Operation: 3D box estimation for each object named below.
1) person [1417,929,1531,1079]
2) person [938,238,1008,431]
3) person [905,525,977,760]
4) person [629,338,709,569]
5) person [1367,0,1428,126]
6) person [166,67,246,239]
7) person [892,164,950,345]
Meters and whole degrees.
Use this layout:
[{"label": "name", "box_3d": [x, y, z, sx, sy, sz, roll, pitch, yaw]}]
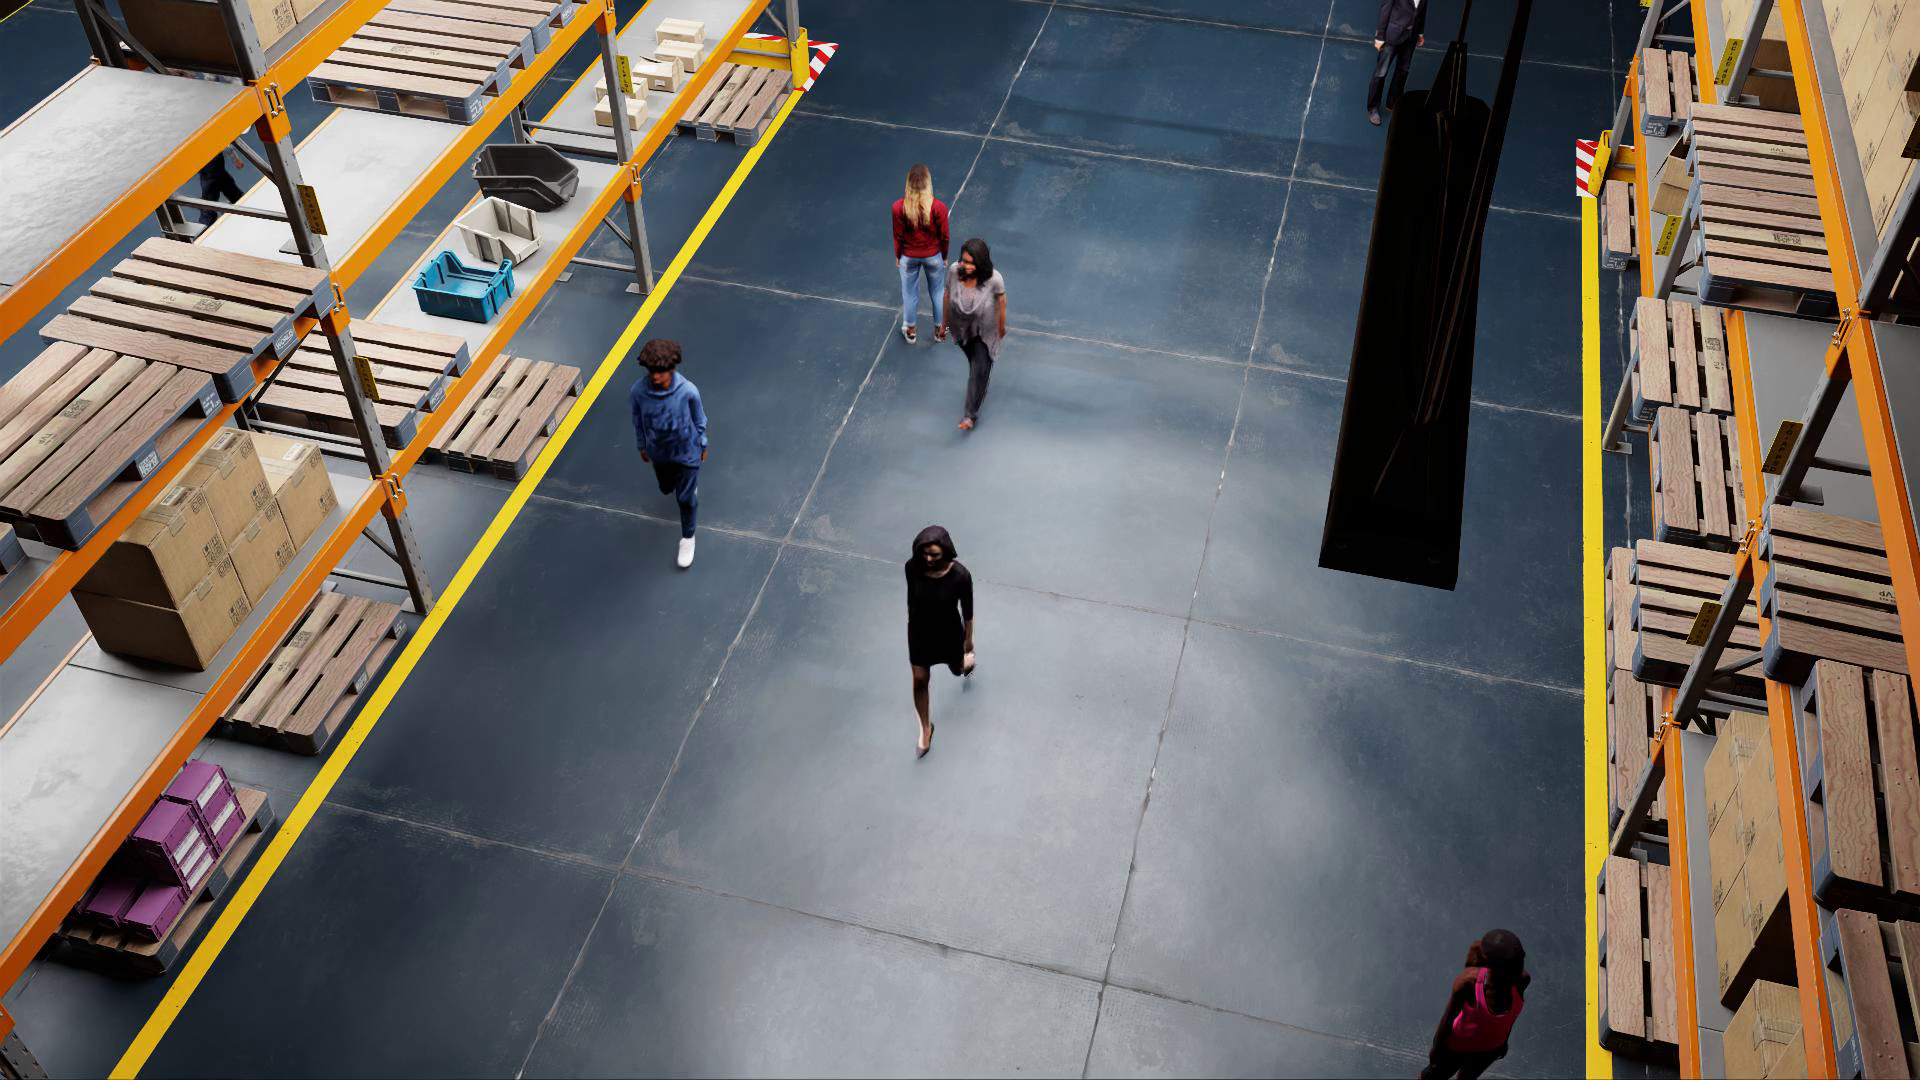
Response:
[{"label": "person", "box_3d": [2.578, 2.497, 8.384, 0.638, 1.720, 0.648, -4, 44, -4]}, {"label": "person", "box_3d": [0.145, -1.701, 12.904, 0.767, 1.564, 1.081, 20, 47, 20]}, {"label": "person", "box_3d": [-0.098, 0.545, 10.391, 0.640, 1.778, 1.064, 13, 45, 13]}, {"label": "person", "box_3d": [-1.994, -0.710, 11.702, 0.782, 1.786, 1.088, 4, 44, 4]}, {"label": "person", "box_3d": [4.280, -4.952, 16.134, 0.767, 1.815, 0.781, -13, 45, -13]}, {"label": "person", "box_3d": [-6.585, -3.262, 14.391, 0.830, 1.772, 1.231, 19, 47, 19]}, {"label": "person", "box_3d": [-0.316, -2.314, 13.496, 0.656, 1.634, 0.606, -1, 44, -1]}]
